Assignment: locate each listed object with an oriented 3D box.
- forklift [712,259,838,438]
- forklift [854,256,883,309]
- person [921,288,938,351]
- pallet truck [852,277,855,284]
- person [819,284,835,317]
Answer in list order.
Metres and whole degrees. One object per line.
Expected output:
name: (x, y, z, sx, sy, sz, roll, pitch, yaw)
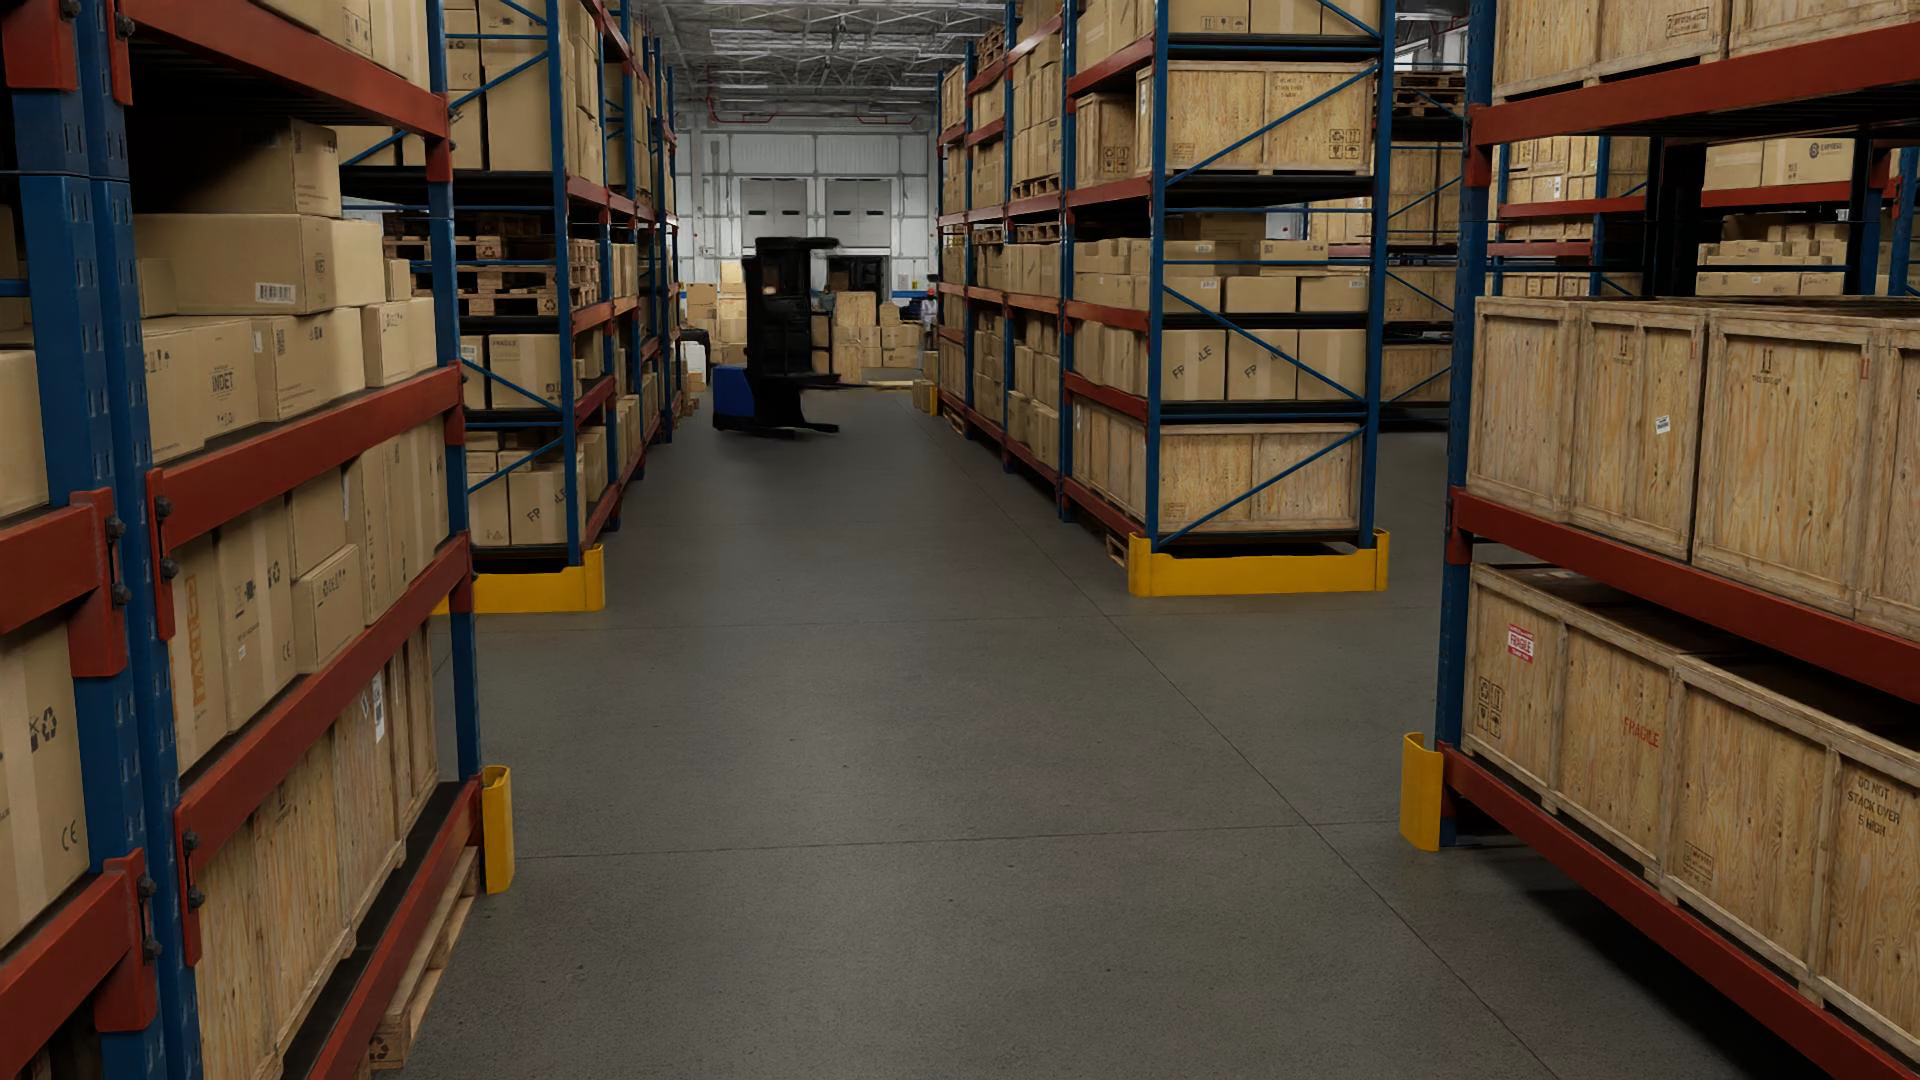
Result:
forklift: (-3.038, -3.123, 26.748, 1.873, 2.768, 1.129, 8, 13, 40)
forklift: (-3.037, -8.050, 55.429, 1.129, 2.768, 1.873, -6, 12, -33)
person: (-0.831, -6.382, 48.524, 0.558, 1.915, 0.557, -4, 10, -21)
pallet truck: (-3.782, -9.391, 65.808, 1.885, 1.965, 0.823, 2, 10, 10)
person: (-4.325, -7.414, 54.511, 0.634, 1.929, 0.378, 3, 10, 15)
